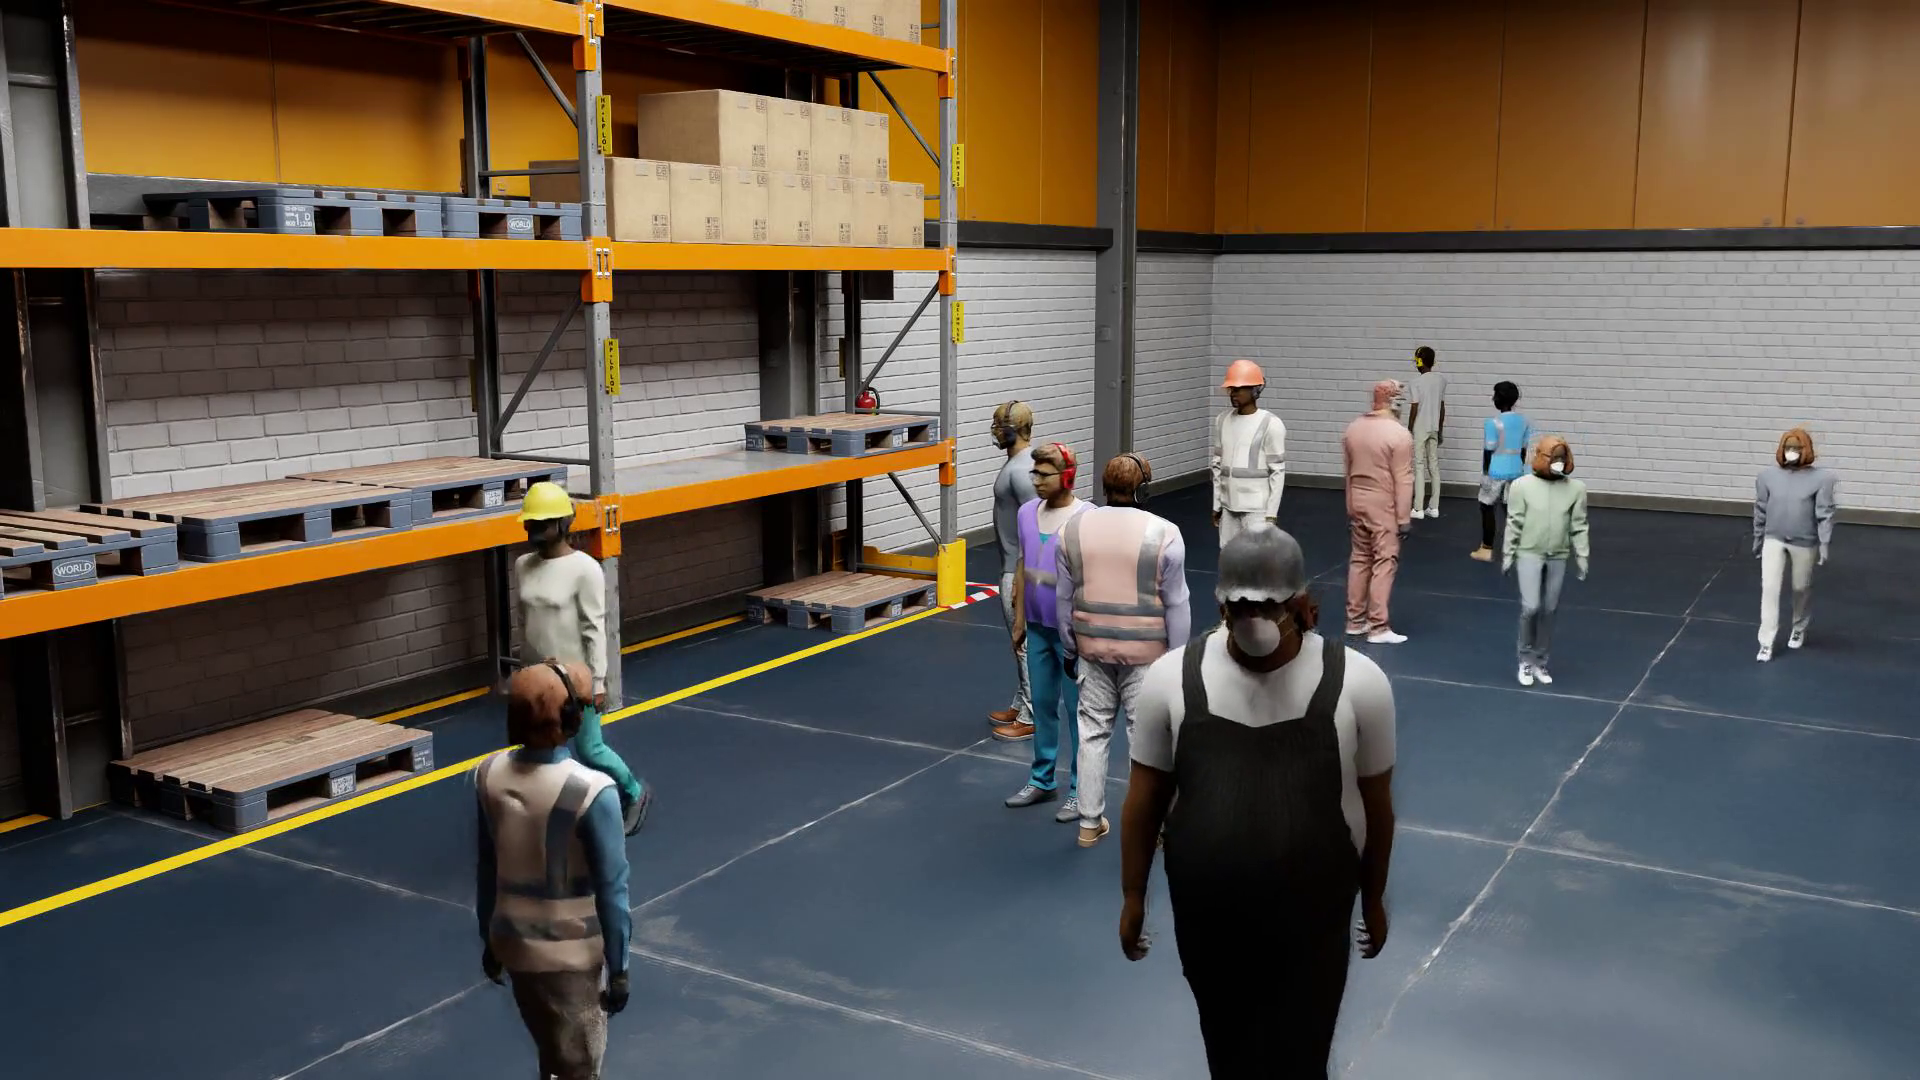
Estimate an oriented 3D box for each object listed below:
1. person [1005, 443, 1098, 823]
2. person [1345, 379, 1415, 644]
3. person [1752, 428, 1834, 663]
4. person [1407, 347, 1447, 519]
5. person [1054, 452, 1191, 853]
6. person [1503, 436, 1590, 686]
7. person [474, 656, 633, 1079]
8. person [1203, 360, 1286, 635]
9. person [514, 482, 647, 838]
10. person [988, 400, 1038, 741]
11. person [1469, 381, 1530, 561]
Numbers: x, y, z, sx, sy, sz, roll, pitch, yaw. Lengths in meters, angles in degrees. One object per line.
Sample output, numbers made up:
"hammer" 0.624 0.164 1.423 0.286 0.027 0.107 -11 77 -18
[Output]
"person" 0.497 0.439 8.097 0.375 1.840 0.570 -9 13 -44
"person" 3.035 -0.200 11.960 0.403 1.895 0.650 -4 10 -26
"person" 5.772 0.013 11.535 0.511 1.593 0.839 6 11 35
"person" 5.021 -1.160 18.014 0.520 1.865 0.327 -4 10 -26
"person" 0.754 0.517 7.615 0.633 1.842 0.429 4 10 25
"person" 3.762 0.141 10.642 0.520 1.615 0.496 0 9 -1
"person" -1.145 1.131 4.477 0.525 1.620 0.692 6 11 33
"person" 2.008 -0.252 11.785 0.395 2.044 0.609 -7 12 -38
"person" -1.760 0.586 7.503 0.530 1.736 0.801 5 10 28
"person" 0.343 0.173 9.467 0.351 1.936 0.634 0 9 -1
"person" 4.986 -0.606 15.128 0.537 1.680 0.648 -5 10 -29
